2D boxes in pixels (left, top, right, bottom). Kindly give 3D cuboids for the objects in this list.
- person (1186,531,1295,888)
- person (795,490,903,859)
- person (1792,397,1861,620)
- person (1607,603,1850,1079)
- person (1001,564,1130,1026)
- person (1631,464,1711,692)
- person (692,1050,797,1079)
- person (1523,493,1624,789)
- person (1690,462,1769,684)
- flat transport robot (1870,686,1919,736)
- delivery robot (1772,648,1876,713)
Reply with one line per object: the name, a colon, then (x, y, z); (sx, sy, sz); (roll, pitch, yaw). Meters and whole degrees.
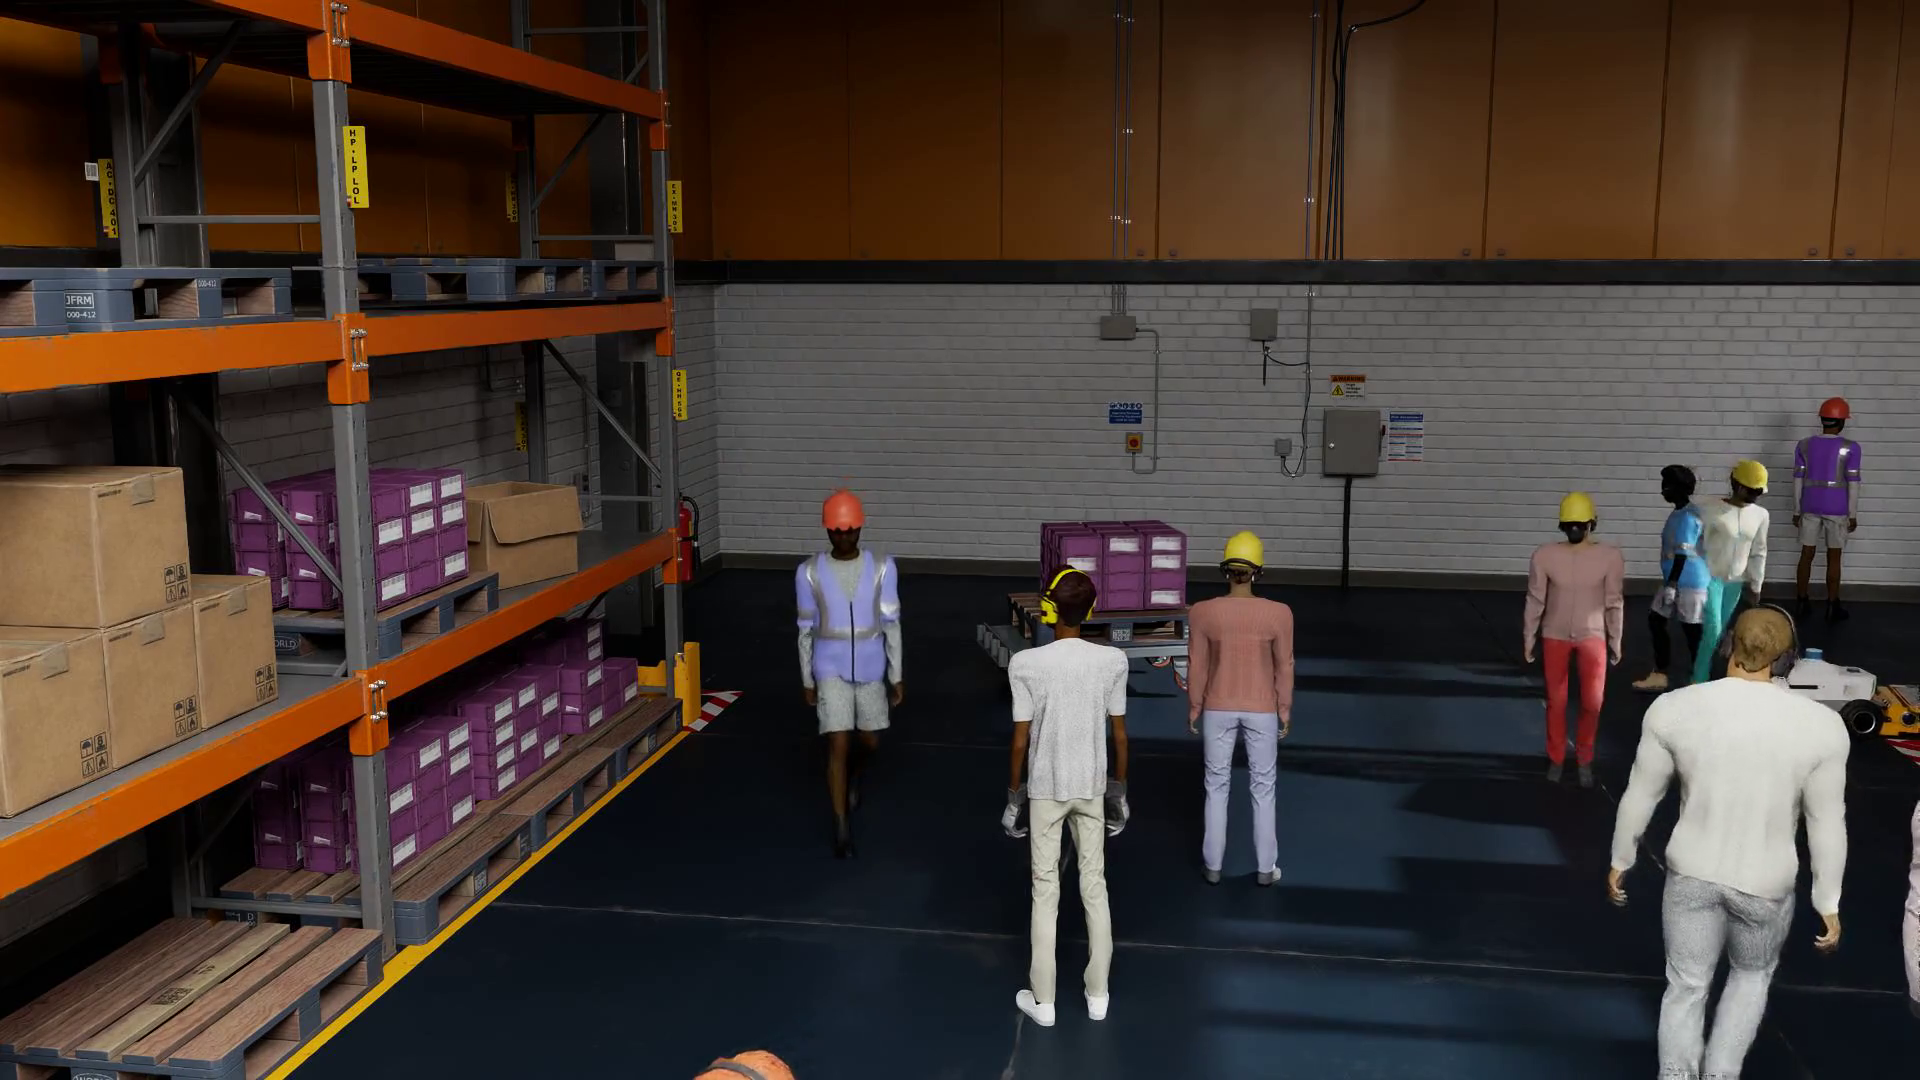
person: (1.377, 0.835, 8.187); (0.525, 1.769, 0.322); (2, 9, 12)
person: (-0.600, 0.659, 8.851); (0.551, 1.911, 0.812); (-2, 9, -12)
person: (7.546, -0.274, 14.497); (0.371, 1.939, 0.543); (-8, 12, -41)
person: (2.611, 1.163, 5.709); (0.757, 1.911, 0.545); (5, 10, 27)
person: (0.426, 1.022, 6.703); (0.532, 1.876, 0.319); (-2, 9, -12)
person: (5.011, 0.301, 11.722); (0.591, 1.669, 0.560); (2, 9, 14)
person: (-0.287, 1.683, 2.720); (0.585, 1.852, 0.926); (4, 10, 25)
person: (3.580, 0.593, 9.739); (0.548, 1.748, 0.534); (4, 10, 21)
person: (5.349, 0.306, 11.585); (0.575, 1.716, 0.677); (-1, 9, -9)
flat transport robot: (6.640, 1.144, 10.880); (1.431, 0.197, 0.652); (3, 10, 18)
delivery robot: (5.576, 0.954, 10.896); (0.707, 0.478, 0.477); (1, 9, 4)
